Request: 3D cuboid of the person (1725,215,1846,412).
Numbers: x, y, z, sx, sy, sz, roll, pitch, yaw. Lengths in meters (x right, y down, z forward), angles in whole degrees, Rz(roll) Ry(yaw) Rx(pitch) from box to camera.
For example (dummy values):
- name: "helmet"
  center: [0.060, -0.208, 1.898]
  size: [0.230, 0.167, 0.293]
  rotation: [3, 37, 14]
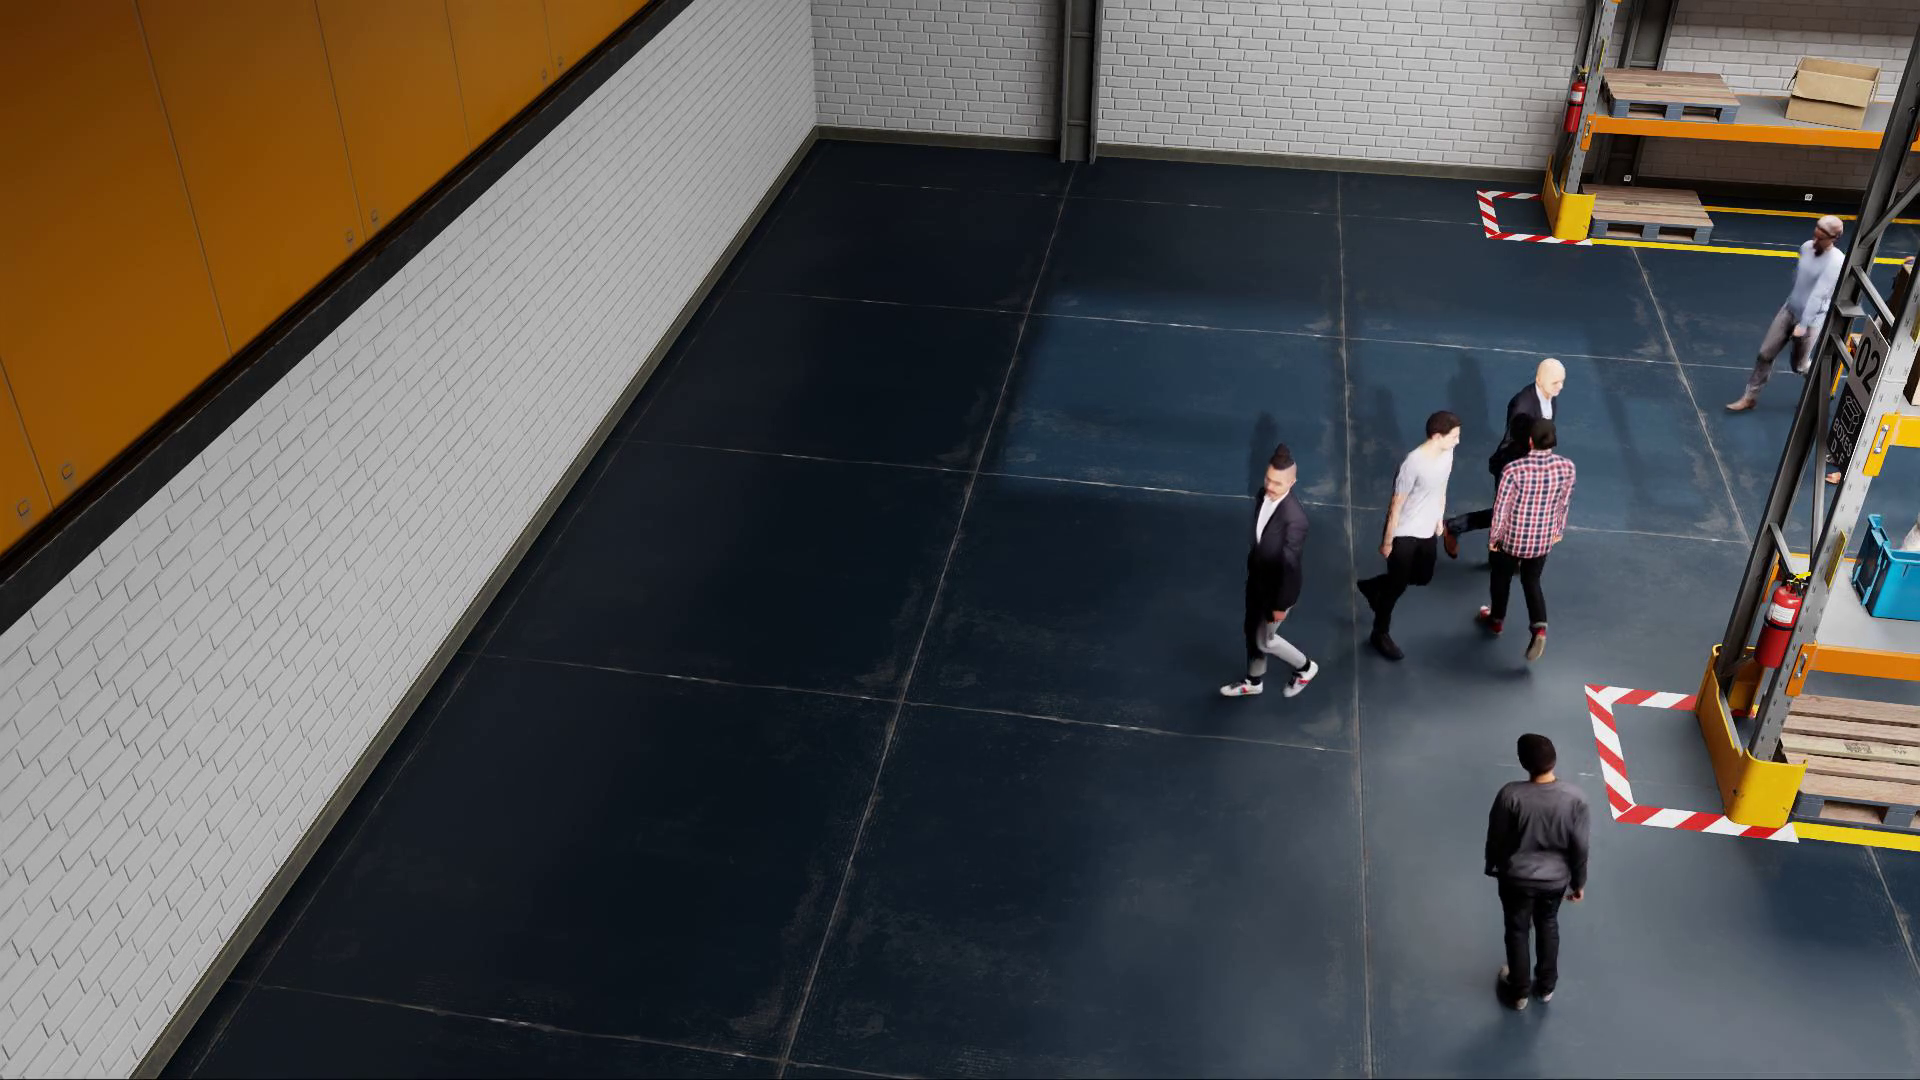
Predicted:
- name: "person"
  center: [7.081, -1.828, 13.825]
  size: [1.181, 1.852, 0.953]
  rotation: [-6, 34, -8]

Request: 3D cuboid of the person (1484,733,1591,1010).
- name: "person"
  center: [2.979, 1.742, 8.566]
  size: [0.499, 1.729, 0.777]
  rotation: [12, 35, 17]

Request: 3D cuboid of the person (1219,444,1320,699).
- name: "person"
  center: [2.101, 0.229, 10.645]
  size: [1.005, 1.946, 0.920]
  rotation: [-10, 35, -14]

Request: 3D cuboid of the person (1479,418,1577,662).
- name: "person"
  center: [3.823, 0.007, 11.165]
  size: [0.985, 1.742, 0.900]
  rotation: [-1, 34, -2]

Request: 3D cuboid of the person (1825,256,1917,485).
- name: "person"
  center: [7.206, -1.336, 13.044]
  size: [0.607, 1.898, 0.695]
  rotation: [9, 35, 13]

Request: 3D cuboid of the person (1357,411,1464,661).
- name: "person"
  center: [3.001, -0.105, 11.239]
  size: [0.970, 1.846, 1.031]
  rotation: [-20, 38, -27]

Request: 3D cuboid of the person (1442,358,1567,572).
- name: "person"
  center: [3.942, -0.558, 11.985]
  size: [1.064, 1.774, 0.969]
  rotation: [25, 41, 32]
